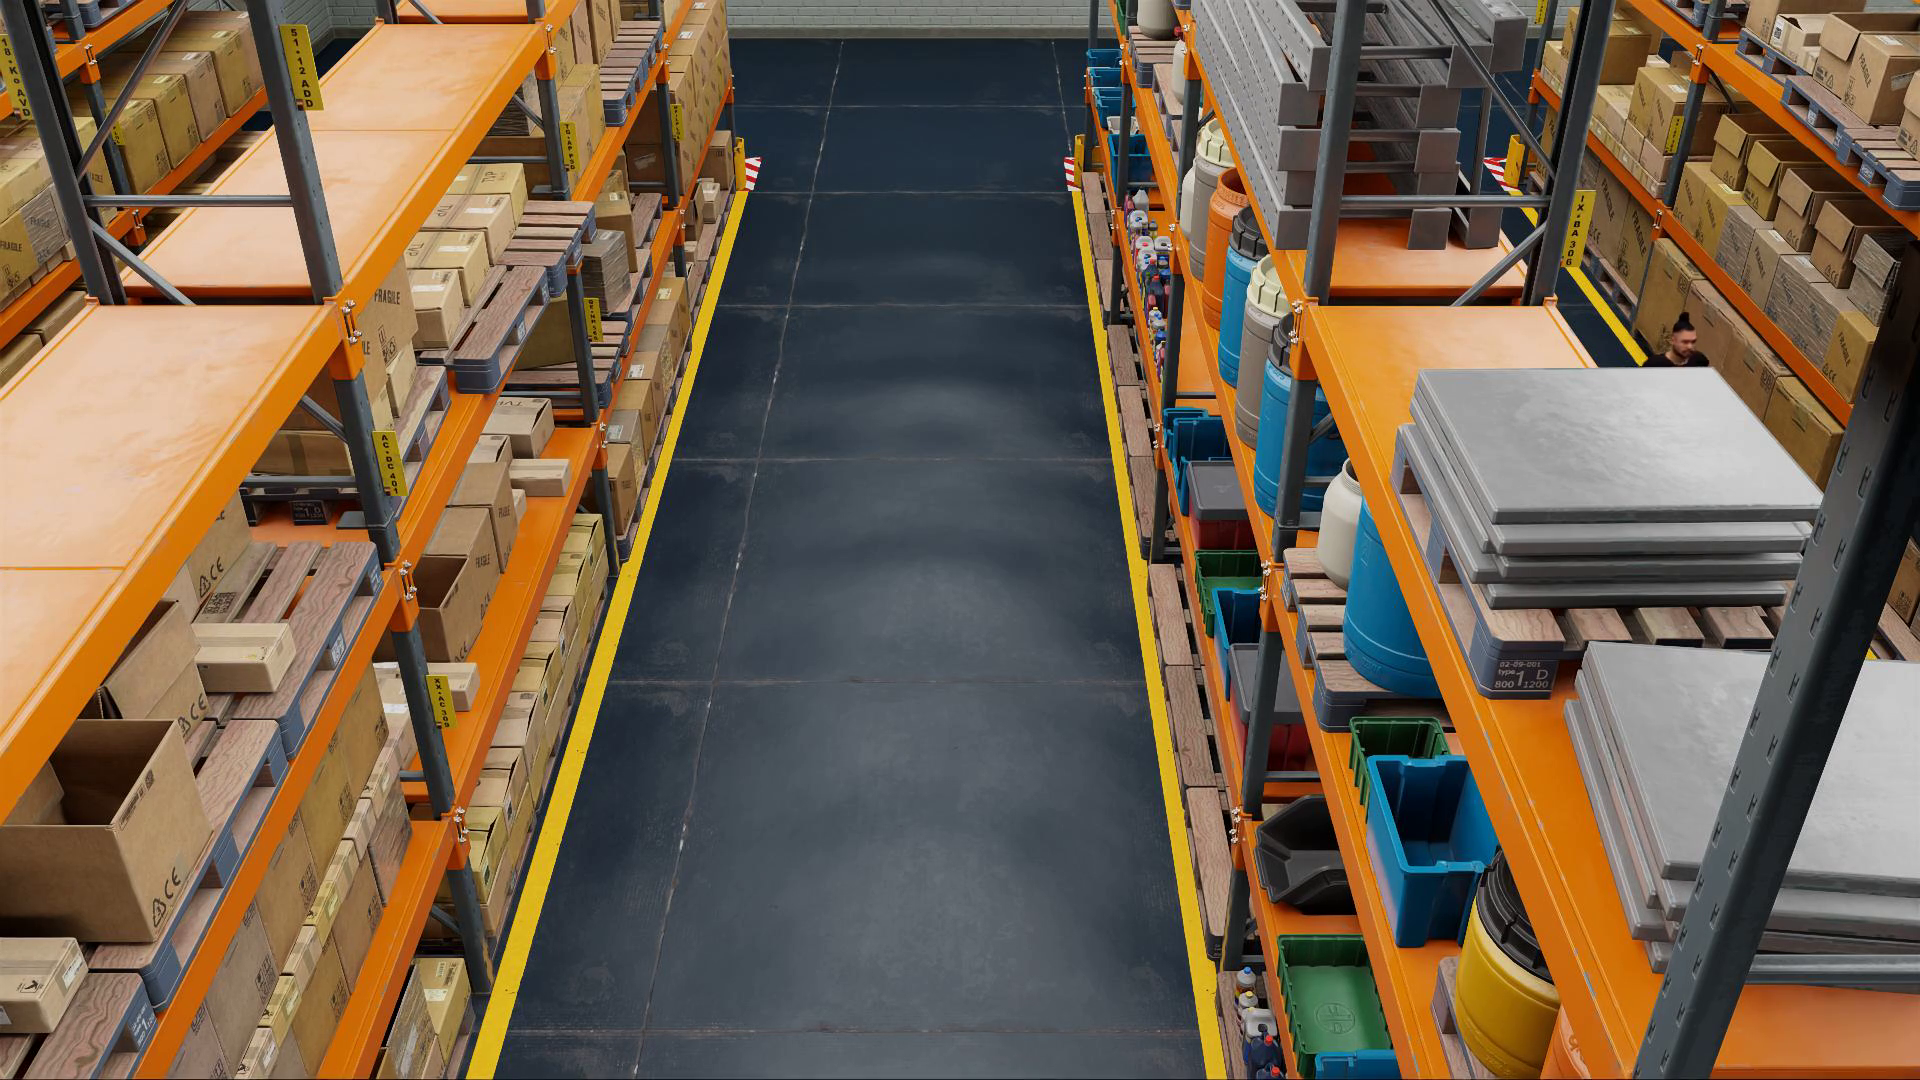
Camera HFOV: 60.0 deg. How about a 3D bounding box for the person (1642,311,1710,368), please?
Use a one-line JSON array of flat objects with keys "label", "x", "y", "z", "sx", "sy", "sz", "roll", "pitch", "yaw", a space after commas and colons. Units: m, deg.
[{"label": "person", "x": 5.224, "y": -0.901, "z": 12.472, "sx": 0.733, "sy": 1.854, "sz": 0.672, "roll": -4, "pitch": 33, "yaw": -6}]
